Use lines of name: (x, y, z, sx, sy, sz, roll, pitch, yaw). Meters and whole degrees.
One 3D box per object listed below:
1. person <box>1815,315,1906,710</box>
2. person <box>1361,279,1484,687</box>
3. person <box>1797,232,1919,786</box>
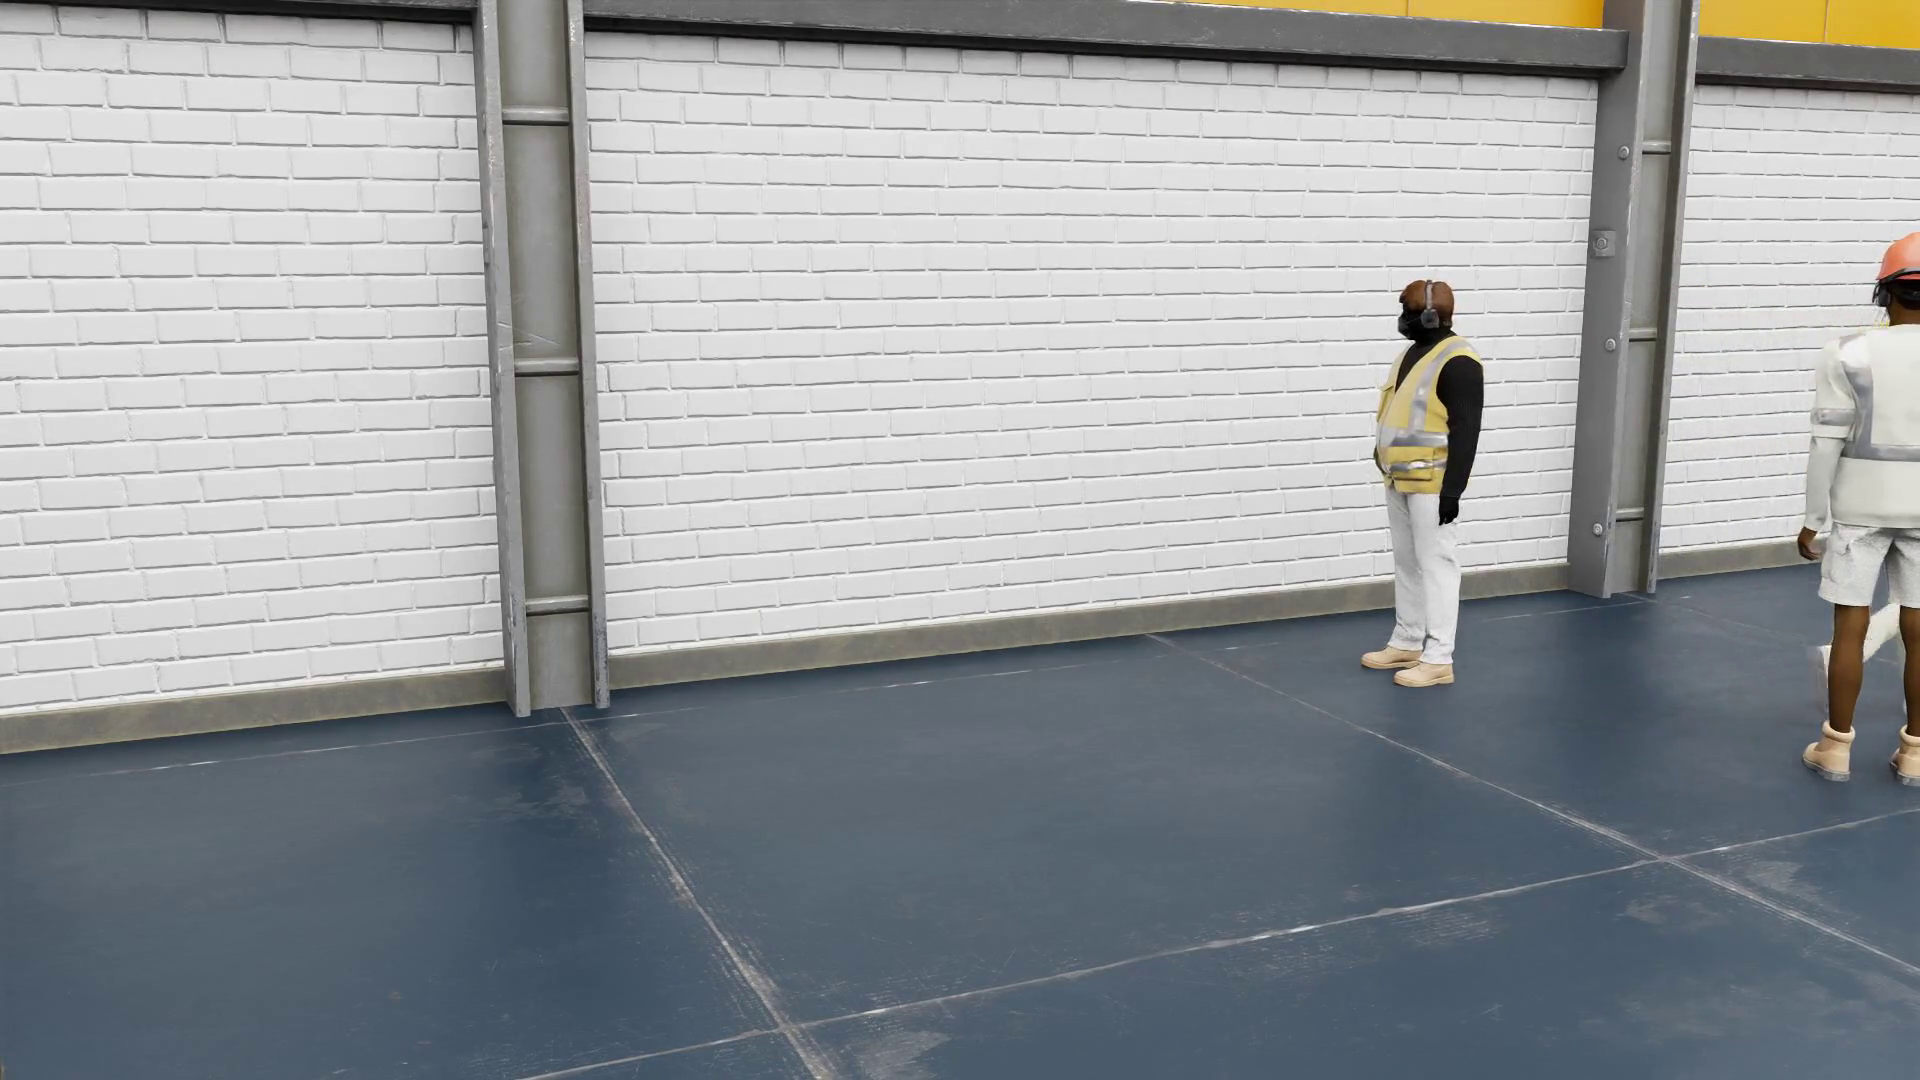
person: (3.945, -0.146, 6.974, 0.794, 1.828, 0.567, -4, 11, -22)
person: (2.102, -0.260, 7.588, 0.429, 1.841, 0.636, -2, 10, -11)
person: (3.447, -0.105, 6.171, 0.615, 2.042, 0.376, 3, 11, 15)
